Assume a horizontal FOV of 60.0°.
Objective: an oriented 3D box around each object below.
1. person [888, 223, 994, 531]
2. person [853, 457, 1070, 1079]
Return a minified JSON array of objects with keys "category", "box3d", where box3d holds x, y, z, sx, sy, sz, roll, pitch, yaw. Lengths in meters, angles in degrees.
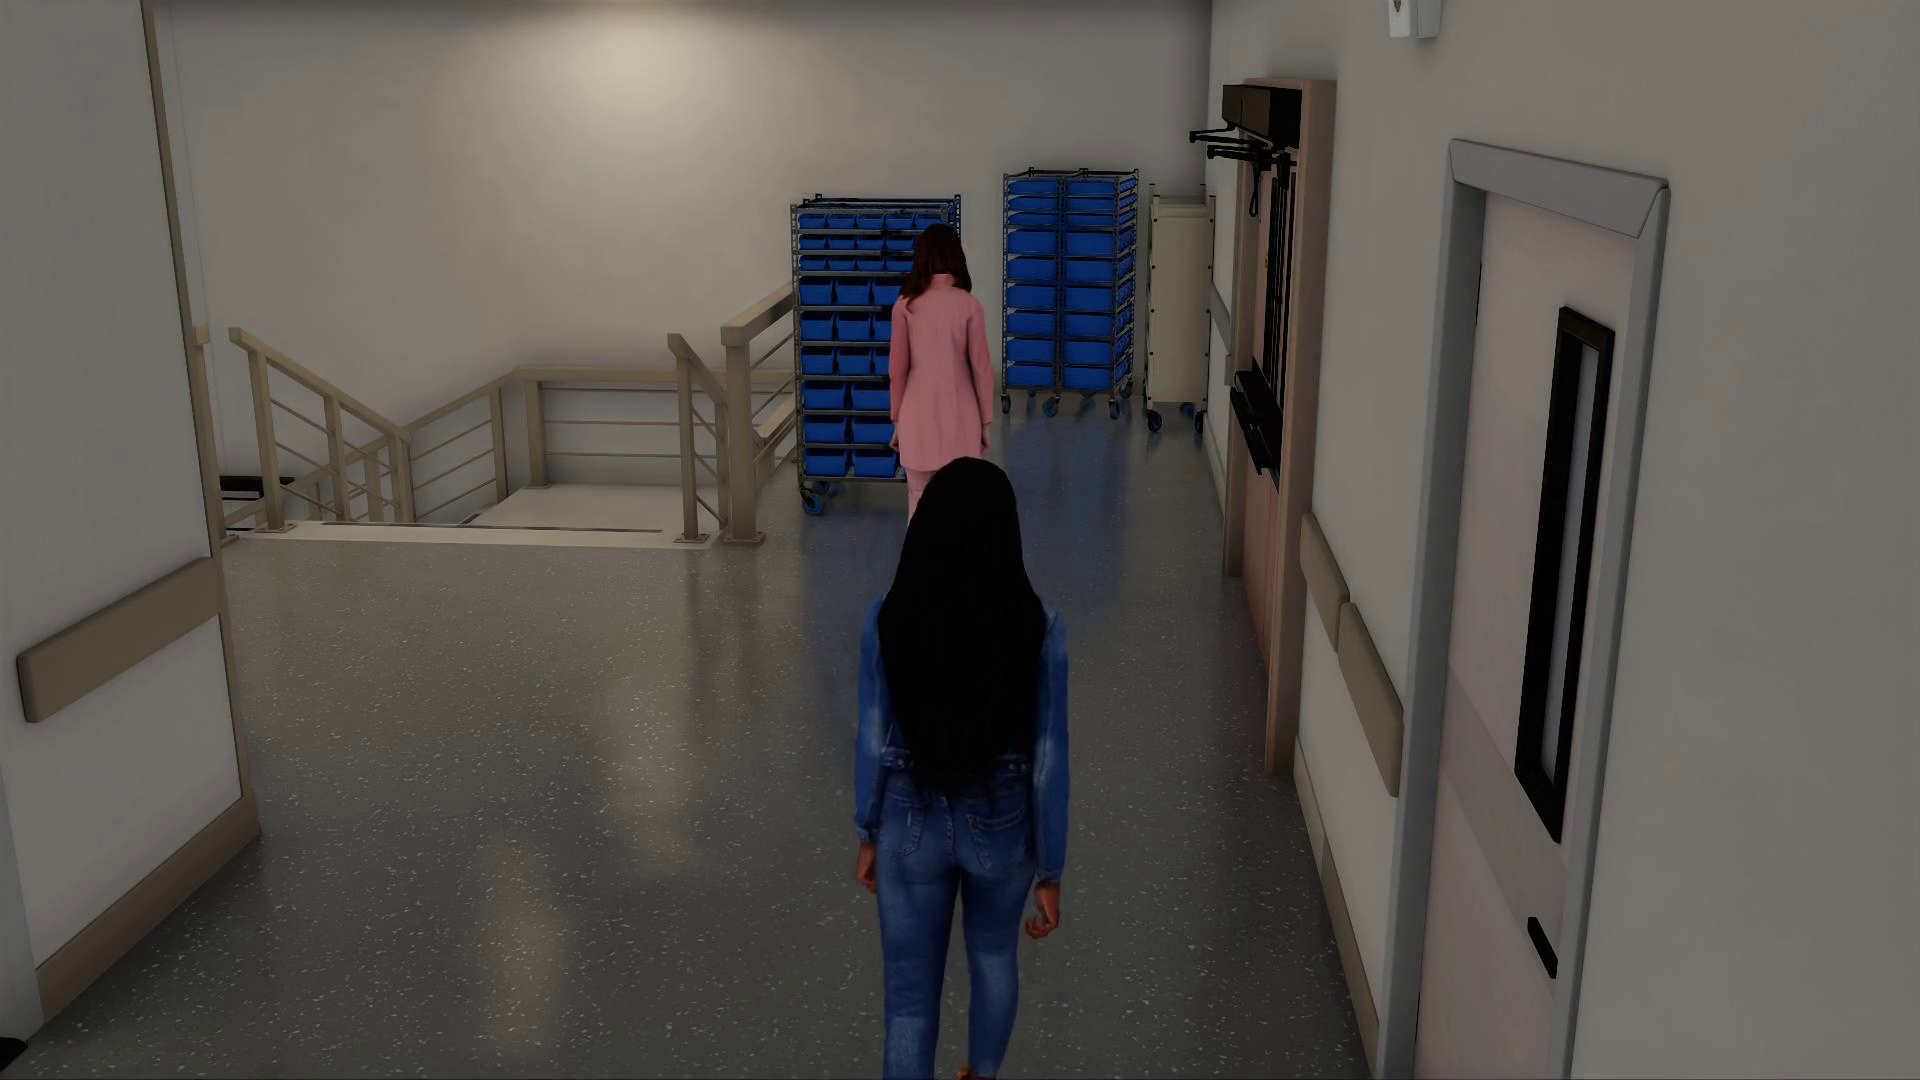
[{"category":"person","box3d":[-0.097,-0.513,7.486,0.618,1.802,0.505,1,16,3]},{"category":"person","box3d":[-0.015,0.700,3.411,0.612,1.679,1.144,1,16,3]}]
